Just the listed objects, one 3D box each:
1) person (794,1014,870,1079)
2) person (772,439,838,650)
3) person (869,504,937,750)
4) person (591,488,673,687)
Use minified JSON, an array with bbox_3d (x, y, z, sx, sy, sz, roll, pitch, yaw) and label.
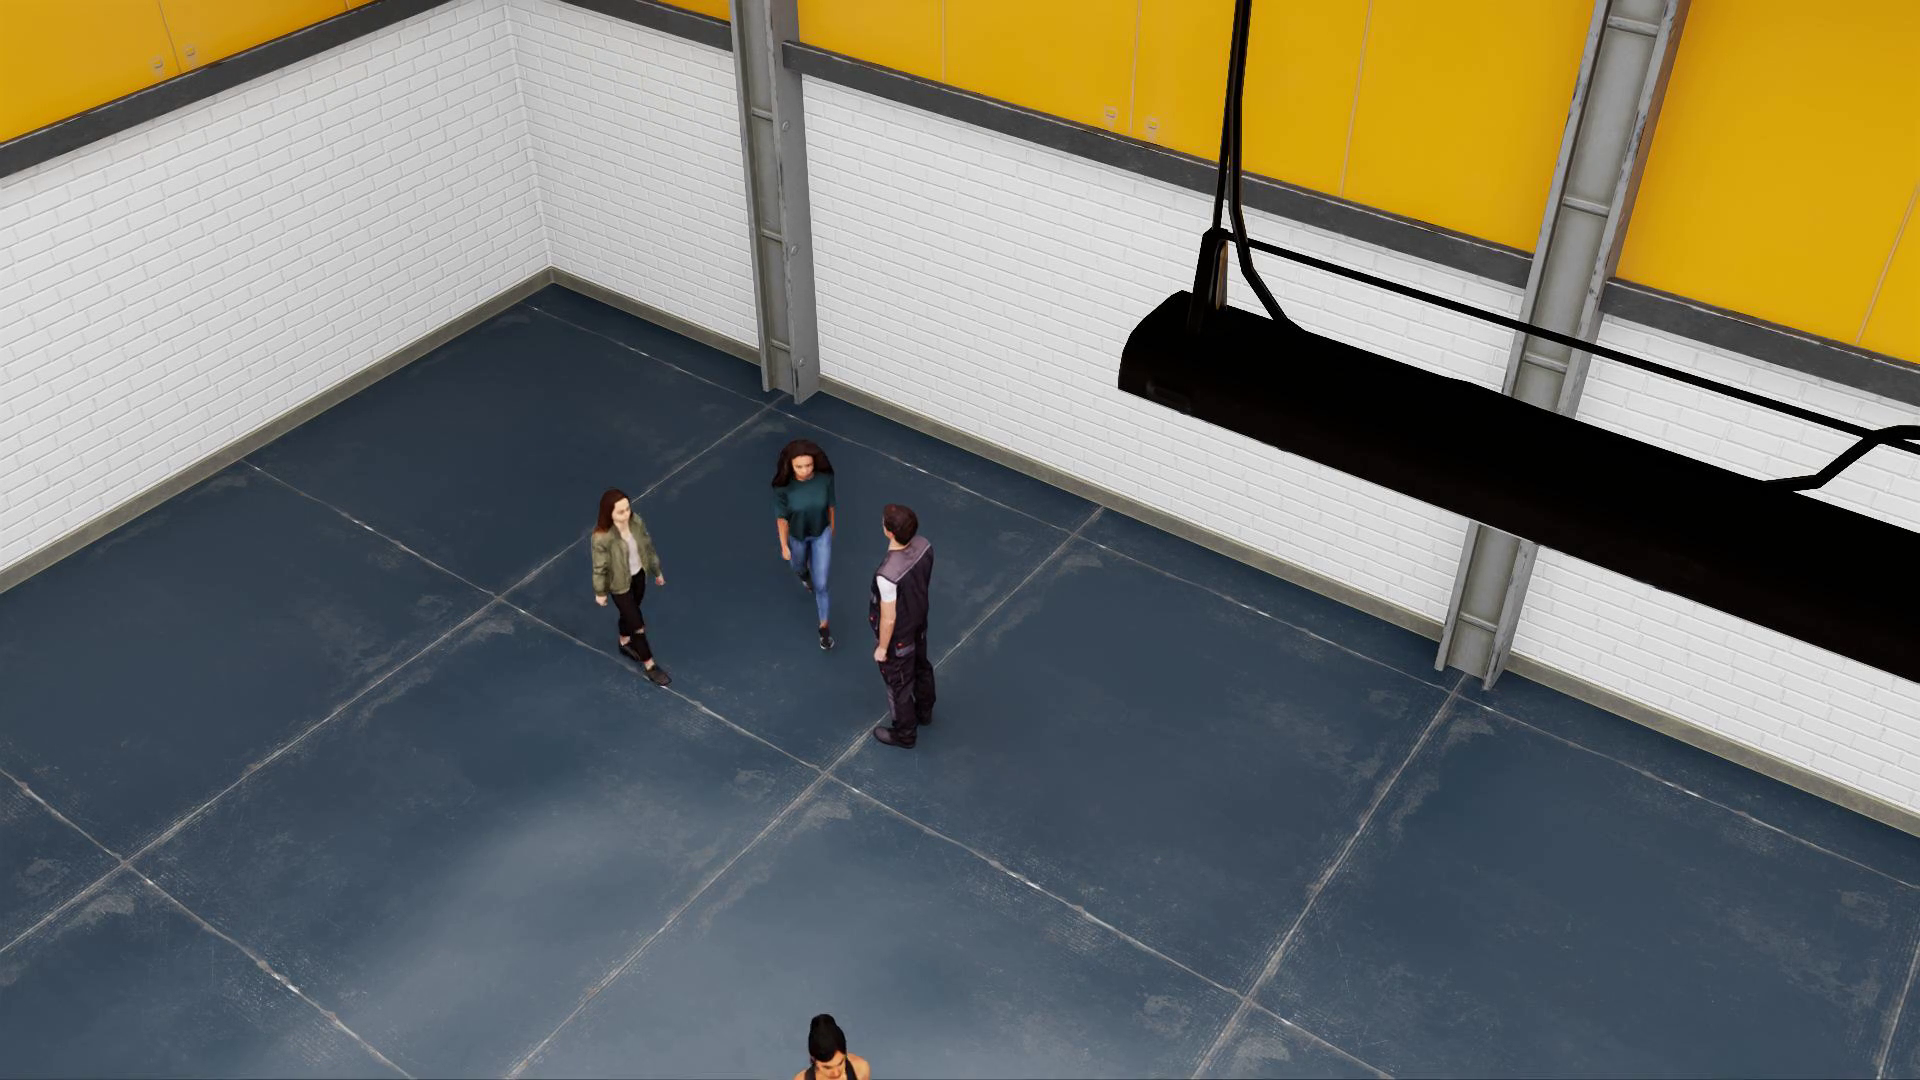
[{"bbox_3d":[-0.633,2.740,7.743,0.945,1.622,1.183,-18,42,-21],"label":"person"},{"bbox_3d":[-1.045,-0.078,11.305,1.021,1.580,1.112,-9,40,-12],"label":"person"},{"bbox_3d":[-0.344,0.531,10.328,0.566,1.848,0.652,22,43,25],"label":"person"},{"bbox_3d":[-2.255,0.245,10.998,0.788,1.459,0.612,25,45,28],"label":"person"}]
